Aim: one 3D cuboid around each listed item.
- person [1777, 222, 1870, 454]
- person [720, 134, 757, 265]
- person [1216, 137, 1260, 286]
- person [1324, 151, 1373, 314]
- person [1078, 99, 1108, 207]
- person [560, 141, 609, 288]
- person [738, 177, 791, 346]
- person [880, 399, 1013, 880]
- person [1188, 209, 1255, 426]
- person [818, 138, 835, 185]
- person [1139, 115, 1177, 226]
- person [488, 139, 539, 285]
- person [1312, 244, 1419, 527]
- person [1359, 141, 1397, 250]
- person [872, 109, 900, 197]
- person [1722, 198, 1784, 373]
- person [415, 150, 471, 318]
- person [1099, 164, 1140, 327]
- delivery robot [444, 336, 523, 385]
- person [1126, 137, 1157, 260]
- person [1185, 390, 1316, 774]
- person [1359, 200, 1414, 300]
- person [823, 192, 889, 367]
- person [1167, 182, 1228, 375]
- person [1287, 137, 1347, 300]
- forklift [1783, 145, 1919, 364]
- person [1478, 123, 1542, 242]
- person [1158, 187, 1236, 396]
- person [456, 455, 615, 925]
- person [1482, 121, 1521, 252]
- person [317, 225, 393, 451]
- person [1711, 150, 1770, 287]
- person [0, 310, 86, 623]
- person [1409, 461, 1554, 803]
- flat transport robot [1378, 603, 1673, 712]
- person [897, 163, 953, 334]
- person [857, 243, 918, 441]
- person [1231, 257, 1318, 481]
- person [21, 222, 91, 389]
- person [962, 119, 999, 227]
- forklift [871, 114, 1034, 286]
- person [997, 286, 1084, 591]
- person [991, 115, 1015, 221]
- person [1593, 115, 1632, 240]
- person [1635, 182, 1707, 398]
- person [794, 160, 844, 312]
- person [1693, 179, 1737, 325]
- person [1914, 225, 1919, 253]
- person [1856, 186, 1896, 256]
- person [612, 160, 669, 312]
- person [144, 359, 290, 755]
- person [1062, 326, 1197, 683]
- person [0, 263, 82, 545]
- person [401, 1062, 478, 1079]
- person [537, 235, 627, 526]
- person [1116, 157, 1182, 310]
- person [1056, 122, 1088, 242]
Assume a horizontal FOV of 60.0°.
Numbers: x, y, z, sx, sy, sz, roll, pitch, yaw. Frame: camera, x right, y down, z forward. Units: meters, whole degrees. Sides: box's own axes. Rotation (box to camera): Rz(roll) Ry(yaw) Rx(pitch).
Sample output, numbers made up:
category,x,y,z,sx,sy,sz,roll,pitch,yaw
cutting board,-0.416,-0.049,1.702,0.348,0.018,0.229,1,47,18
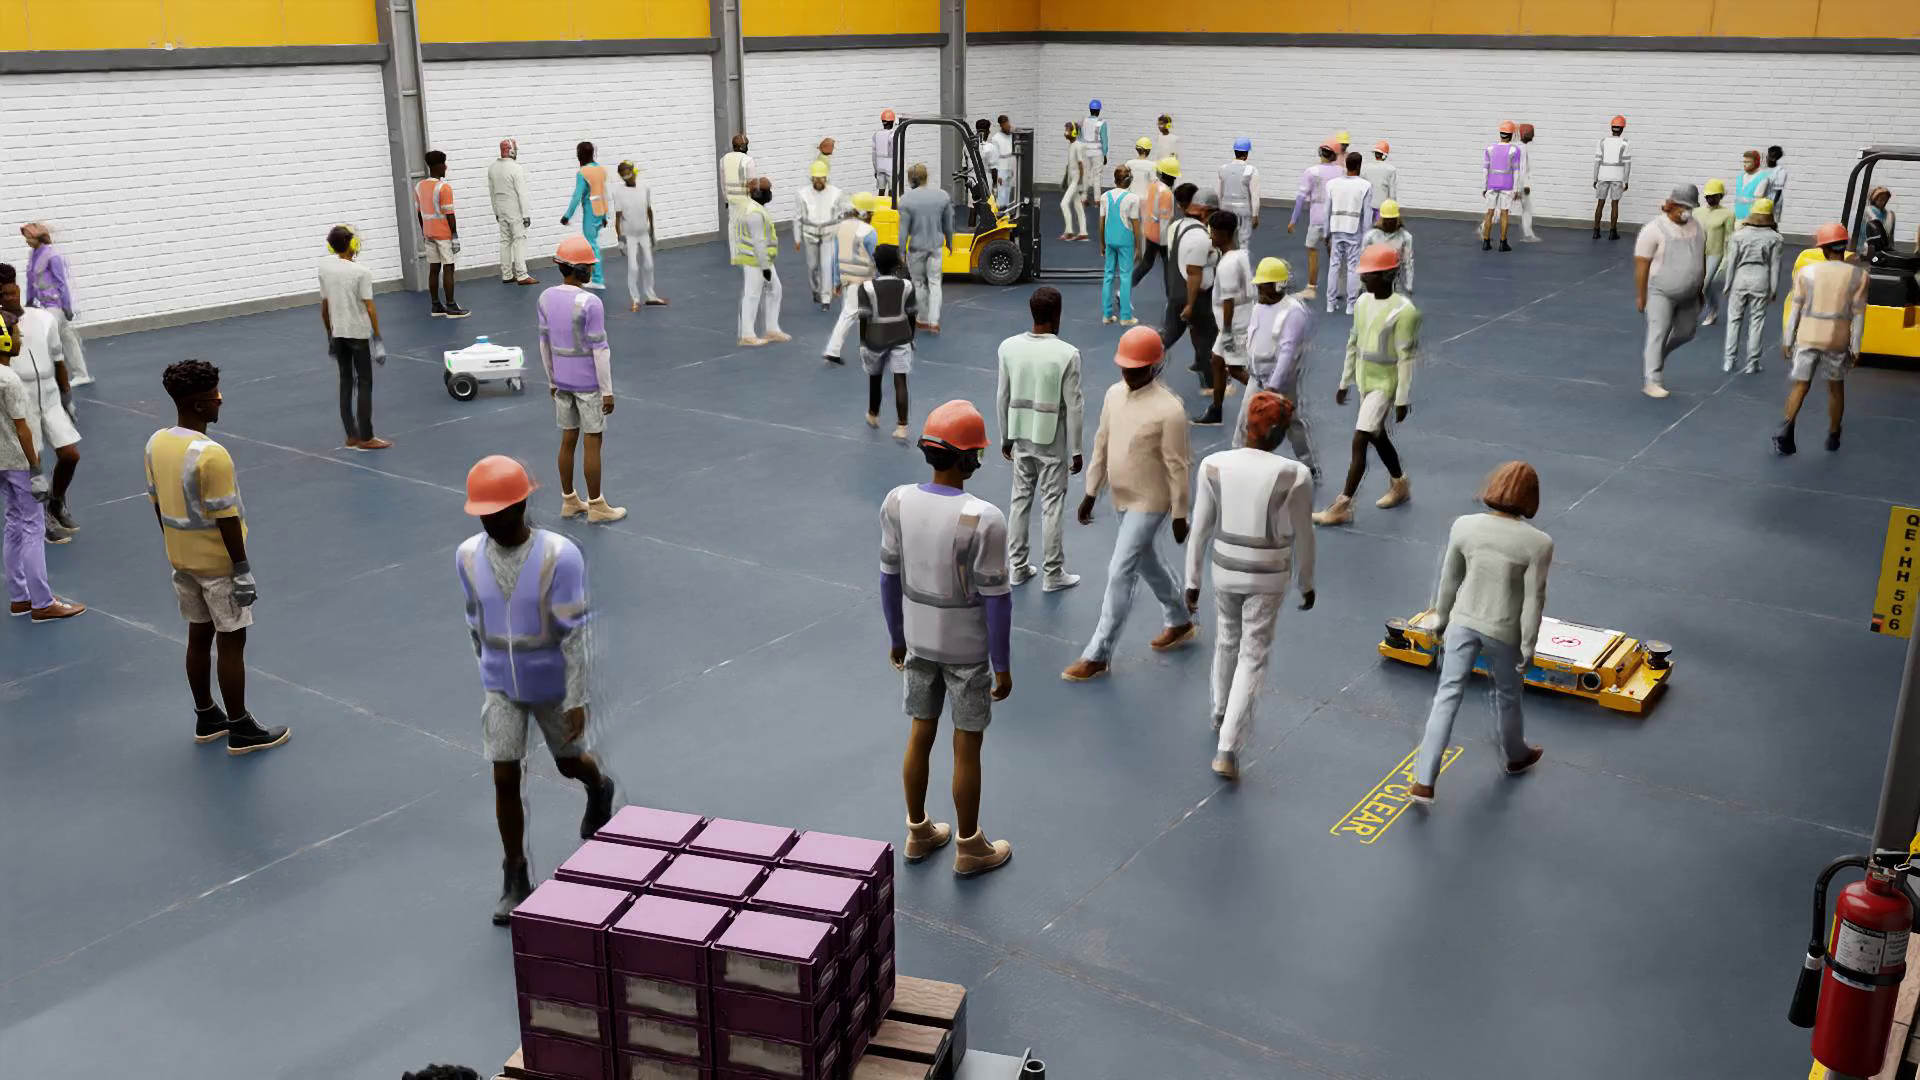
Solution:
category,x,y,z,sx,sy,sz,roll,pitch,yaw
person,7.050,-1.626,13.590,0.579,1.899,0.757,10,20,28
person,-3.105,-4.838,23.711,0.636,1.842,0.429,12,21,33
person,3.646,-4.292,21.830,0.617,1.946,0.396,12,21,33
person,4.651,-3.684,19.976,0.599,1.917,0.375,12,21,33
person,2.462,-7.138,30.734,0.617,1.946,0.396,12,21,33
person,-4.887,-4.244,21.755,0.580,1.899,0.603,3,18,10
person,-2.101,-3.008,18.025,0.694,1.816,0.654,-1,18,-3
person,-0.030,0.418,6.947,0.616,2.039,0.387,12,21,33
person,2.453,-1.881,14.341,0.833,1.924,0.650,4,18,14
person,-2.165,-5.534,26.269,0.460,1.601,0.519,-3,18,-10
person,3.329,-6.118,27.711,0.776,1.840,0.544,-12,21,-33
person,-5.928,-4.352,22.086,0.654,1.906,0.406,12,21,33
person,2.955,-1.119,11.872,1.020,1.976,0.631,-7,19,-20
person,5.961,-4.811,23.767,0.575,1.749,0.336,12,21,33
person,-1.204,-6.217,27.868,0.553,1.935,0.364,12,21,33
person,7.973,-2.559,16.770,0.525,1.729,0.426,10,20,28
person,-6.152,-3.617,19.696,0.632,1.962,0.365,12,21,33
person,1.845,-3.389,19.172,0.519,1.844,0.330,12,21,33
delivery robot,-4.517,-1.691,15.796,0.707,0.478,0.477,-7,19,-20
person,2.641,-4.953,24.194,0.534,1.767,0.318,12,21,33
person,1.374,0.195,8.004,0.582,1.847,0.902,11,21,31
person,4.295,-2.552,16.762,0.512,1.719,0.639,2,18,5
person,-1.063,-2.675,17.088,0.995,1.777,0.584,-13,22,-36
person,2.396,-2.595,16.579,0.712,1.911,0.387,-2,18,-6
person,4.523,-4.001,20.831,0.773,2.022,0.502,-5,19,-17
forklift,9.803,-2.879,17.013,2.313,2.155,1.214,12,21,33
person,8.708,-5.605,26.122,0.939,1.851,0.570,7,19,20
person,2.094,-2.338,15.570,1.013,2.000,0.686,-5,18,-14
person,-1.734,0.532,6.825,0.547,1.906,0.864,2,18,7
person,8.177,-5.341,25.128,0.553,1.935,0.364,12,21,33
person,-5.027,-1.663,13.791,0.581,1.843,0.382,5,18,16
person,10.103,-4.126,21.564,0.982,1.784,0.560,-6,19,-19
person,-5.596,-0.432,9.891,0.537,1.865,0.312,12,21,33
person,2.417,0.423,7.679,0.547,1.581,0.855,15,23,39
flat transport robot,3.130,0.604,9.227,1.431,0.197,0.652,12,21,33
person,-0.370,-3.260,18.657,0.740,1.912,0.620,-8,19,-22
person,-0.621,-1.703,14.213,0.543,1.648,0.861,-5,18,-16
person,2.376,-1.242,12.564,0.911,1.787,0.587,-10,20,-28
person,-8.740,-2.215,15.872,0.525,1.612,0.690,17,24,42
person,0.326,-5.381,25.207,0.616,1.964,0.361,12,21,33
forklift,-0.171,-4.594,22.377,2.313,2.155,1.214,1,18,3
person,0.501,-0.623,10.406,0.599,1.915,0.375,12,21,33
person,0.755,-6.155,27.793,0.386,1.875,0.761,11,21,32
person,10.349,-5.747,26.404,0.553,1.933,0.370,12,21,33
person,6.723,-2.408,15.789,0.684,2.000,0.704,-4,18,-11
person,-1.717,-3.742,20.355,0.610,1.807,0.845,-1,18,-2
person,8.531,-3.255,18.976,0.977,1.717,0.528,-13,22,-35
person,11.407,-3.410,19.306,0.565,1.807,0.533,11,21,31
person,10.428,-3.237,19.064,0.523,1.624,0.415,-4,18,-12
person,-3.879,-3.671,20.085,0.639,1.828,0.453,-13,22,-35
person,-3.652,0.085,8.110,0.616,1.964,0.361,12,21,33
person,0.983,-0.232,9.153,1.003,1.940,0.607,-9,20,-26
person,-6.303,-0.915,11.287,0.421,1.938,0.647,12,21,32
person,-0.994,1.791,3.232,0.574,1.690,0.332,10,20,29
person,-2.670,-1.124,11.768,0.616,2.041,0.382,12,21,33
person,2.355,-3.700,20.133,0.937,1.862,0.623,-5,18,-15
person,1.736,-5.621,26.143,0.692,1.848,0.495,-2,18,-5
